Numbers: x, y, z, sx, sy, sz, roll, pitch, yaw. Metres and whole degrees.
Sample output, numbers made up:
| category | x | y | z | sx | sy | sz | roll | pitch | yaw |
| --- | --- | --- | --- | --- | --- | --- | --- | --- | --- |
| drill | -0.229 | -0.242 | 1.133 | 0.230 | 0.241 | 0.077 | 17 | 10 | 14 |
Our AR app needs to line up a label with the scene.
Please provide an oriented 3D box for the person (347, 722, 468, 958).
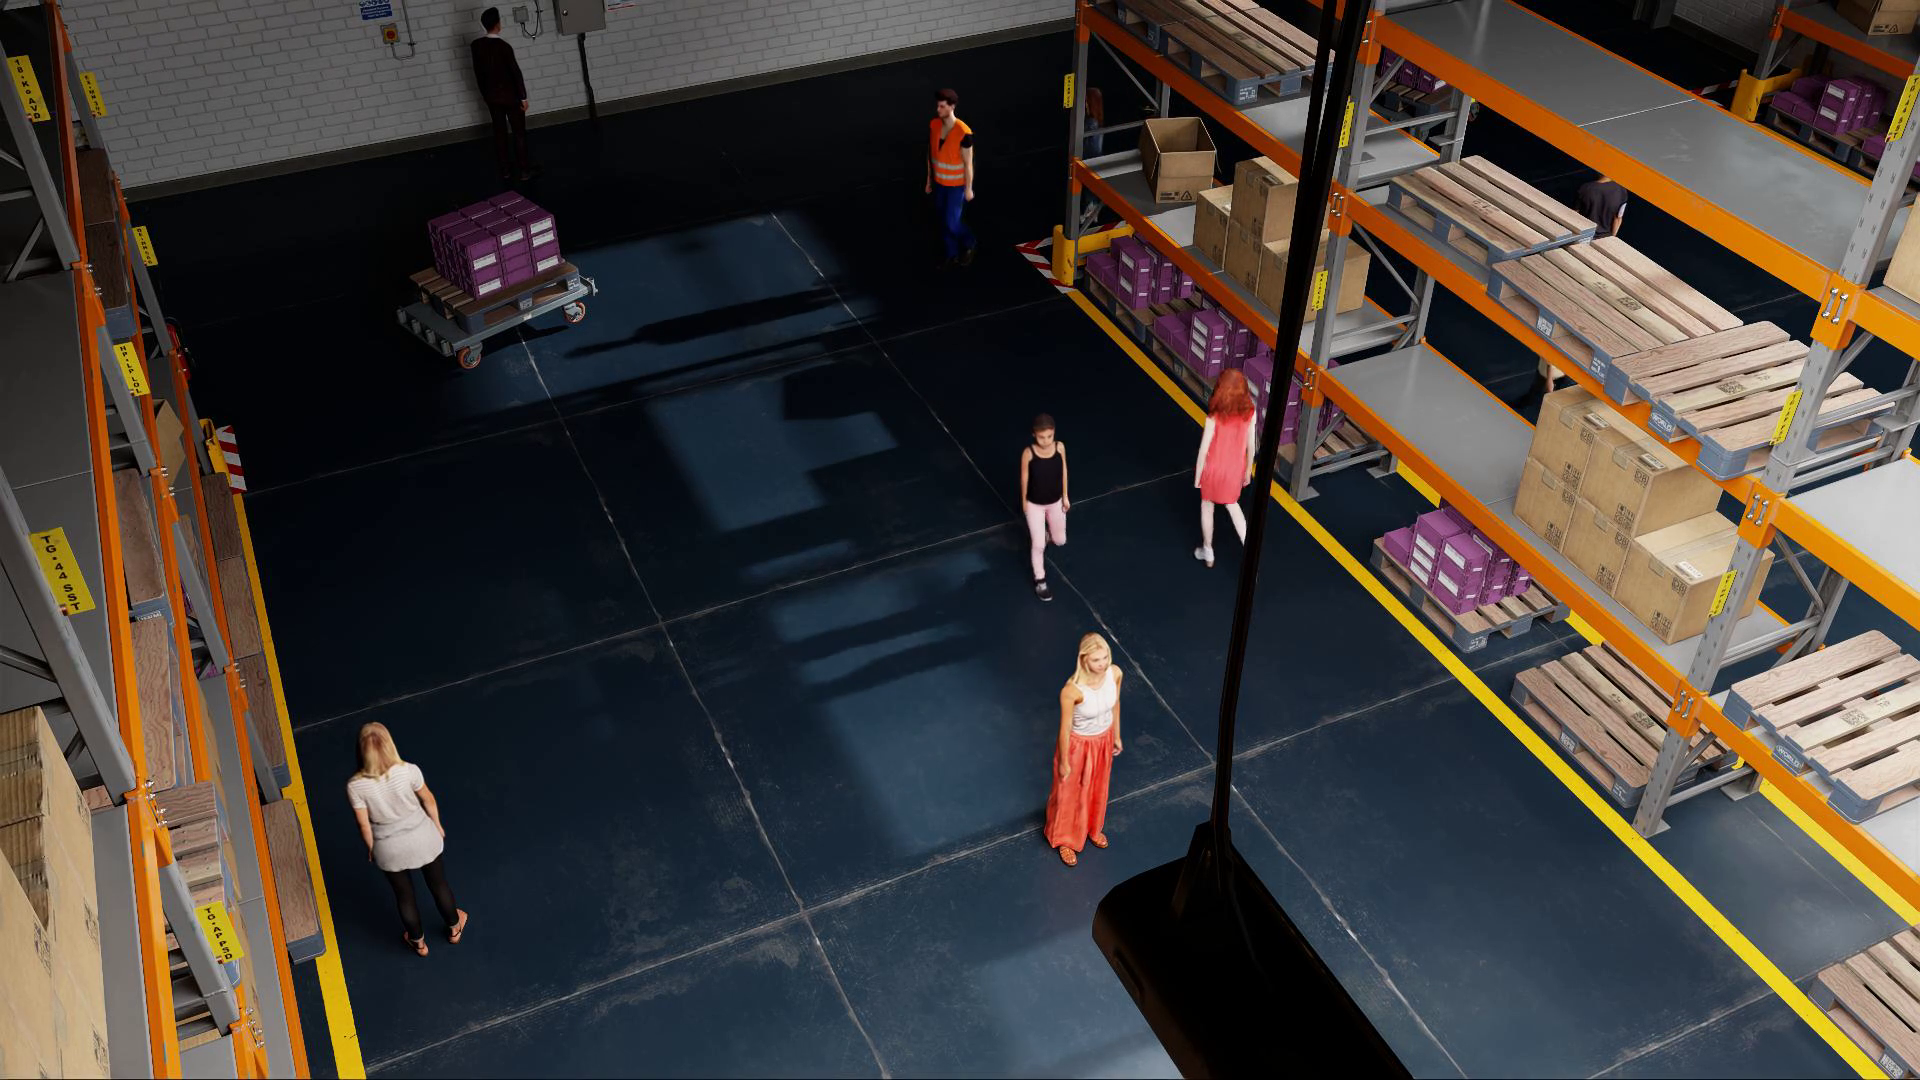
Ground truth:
| category | x | y | z | sx | sy | sz | roll | pitch | yaw |
| --- | --- | --- | --- | --- | --- | --- | --- | --- | --- |
| person | -3.212 | 1.745 | 9.634 | 0.582 | 1.827 | 0.509 | -16 | 41 | -19 |

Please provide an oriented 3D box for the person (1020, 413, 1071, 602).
| category | x | y | z | sx | sy | sz | roll | pitch | yaw |
| --- | --- | --- | --- | --- | --- | --- | --- | --- | --- |
| person | 0.615 | -0.313 | 12.432 | 0.579 | 1.551 | 0.845 | -12 | 40 | -14 |

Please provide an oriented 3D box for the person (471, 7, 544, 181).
| category | x | y | z | sx | sy | sz | roll | pitch | yaw |
| --- | --- | --- | --- | --- | --- | --- | --- | --- | --- |
| person | -4.866 | -4.745 | 17.730 | 0.783 | 1.865 | 0.823 | 10 | 40 | 12 |

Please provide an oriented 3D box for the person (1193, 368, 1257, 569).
| category | x | y | z | sx | sy | sz | roll | pitch | yaw |
| --- | --- | --- | --- | --- | --- | --- | --- | --- | --- |
| person | 1.998 | -0.434 | 12.374 | 0.639 | 1.812 | 0.946 | -12 | 40 | -15 |

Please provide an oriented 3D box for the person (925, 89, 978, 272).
| category | x | y | z | sx | sy | sz | roll | pitch | yaw |
| --- | --- | --- | --- | --- | --- | --- | --- | --- | --- |
| person | -0.035 | -3.523 | 16.191 | 0.831 | 1.876 | 0.759 | -31 | 48 | -33 |

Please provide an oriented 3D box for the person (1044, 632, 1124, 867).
| category | x | y | z | sx | sy | sz | roll | pitch | yaw |
| --- | --- | --- | --- | --- | --- | --- | --- | --- | --- |
| person | 0.781 | 1.261 | 10.259 | 0.670 | 1.802 | 0.624 | -23 | 44 | -26 |

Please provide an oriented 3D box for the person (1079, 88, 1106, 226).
| category | x | y | z | sx | sy | sz | roll | pitch | yaw |
| --- | --- | --- | --- | --- | --- | --- | --- | --- | --- |
| person | 1.397 | -3.906 | 16.997 | 0.723 | 1.468 | 0.592 | -1 | 39 | -2 |
